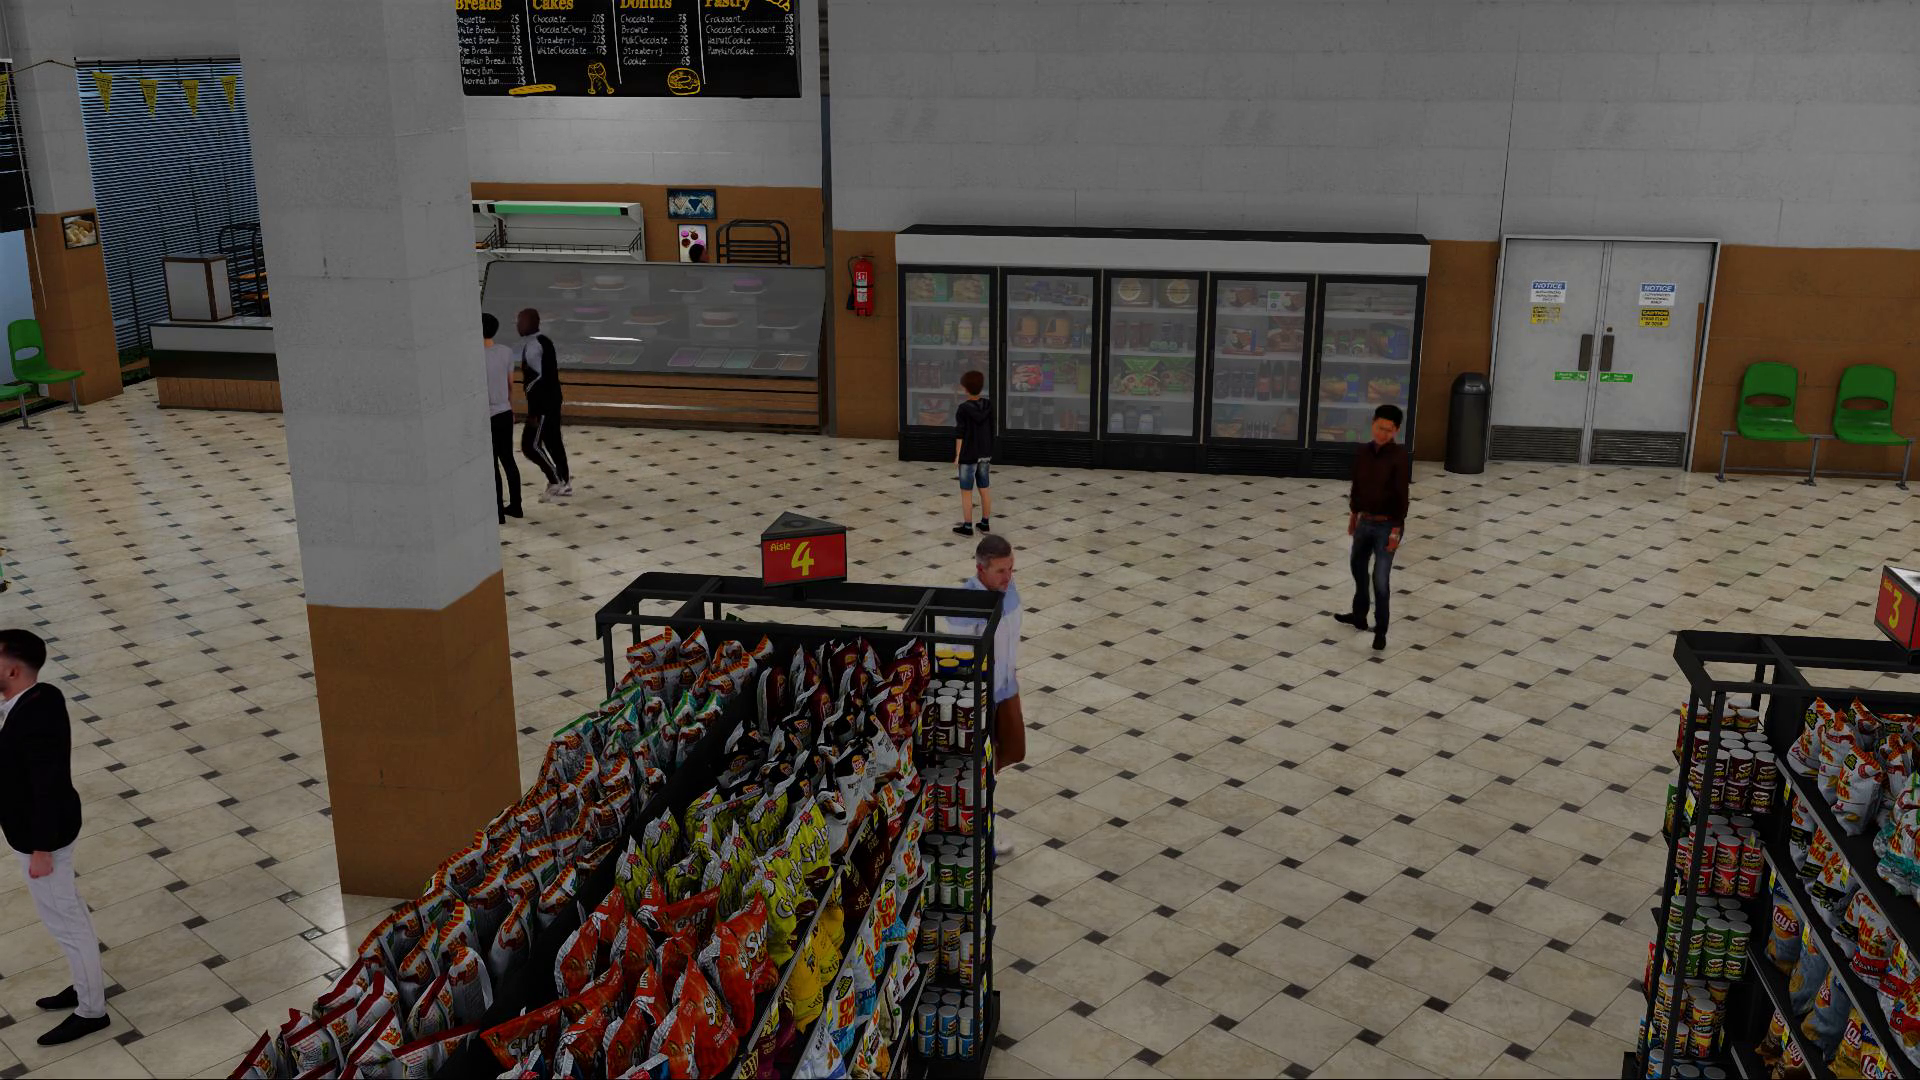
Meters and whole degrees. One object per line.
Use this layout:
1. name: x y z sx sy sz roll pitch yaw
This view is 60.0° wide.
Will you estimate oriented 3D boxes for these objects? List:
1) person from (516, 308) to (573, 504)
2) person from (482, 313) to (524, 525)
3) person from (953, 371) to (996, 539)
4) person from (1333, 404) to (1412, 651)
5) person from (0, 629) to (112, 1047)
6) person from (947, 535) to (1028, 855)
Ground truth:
1. person: -3.782 -1.249 15.353 0.899 1.813 0.548 5 17 15
2. person: -4.116 -1.075 14.692 0.794 1.863 0.624 10 20 30
3. person: 0.118 -0.748 14.324 0.625 1.451 0.681 -11 20 -31
4. person: 2.927 -0.099 11.672 0.971 1.752 0.886 -7 18 -21
5. person: -3.878 1.243 7.091 0.801 1.844 0.697 -8 18 -23
6. person: 0.070 0.780 8.714 0.984 1.787 0.922 10 19 29
